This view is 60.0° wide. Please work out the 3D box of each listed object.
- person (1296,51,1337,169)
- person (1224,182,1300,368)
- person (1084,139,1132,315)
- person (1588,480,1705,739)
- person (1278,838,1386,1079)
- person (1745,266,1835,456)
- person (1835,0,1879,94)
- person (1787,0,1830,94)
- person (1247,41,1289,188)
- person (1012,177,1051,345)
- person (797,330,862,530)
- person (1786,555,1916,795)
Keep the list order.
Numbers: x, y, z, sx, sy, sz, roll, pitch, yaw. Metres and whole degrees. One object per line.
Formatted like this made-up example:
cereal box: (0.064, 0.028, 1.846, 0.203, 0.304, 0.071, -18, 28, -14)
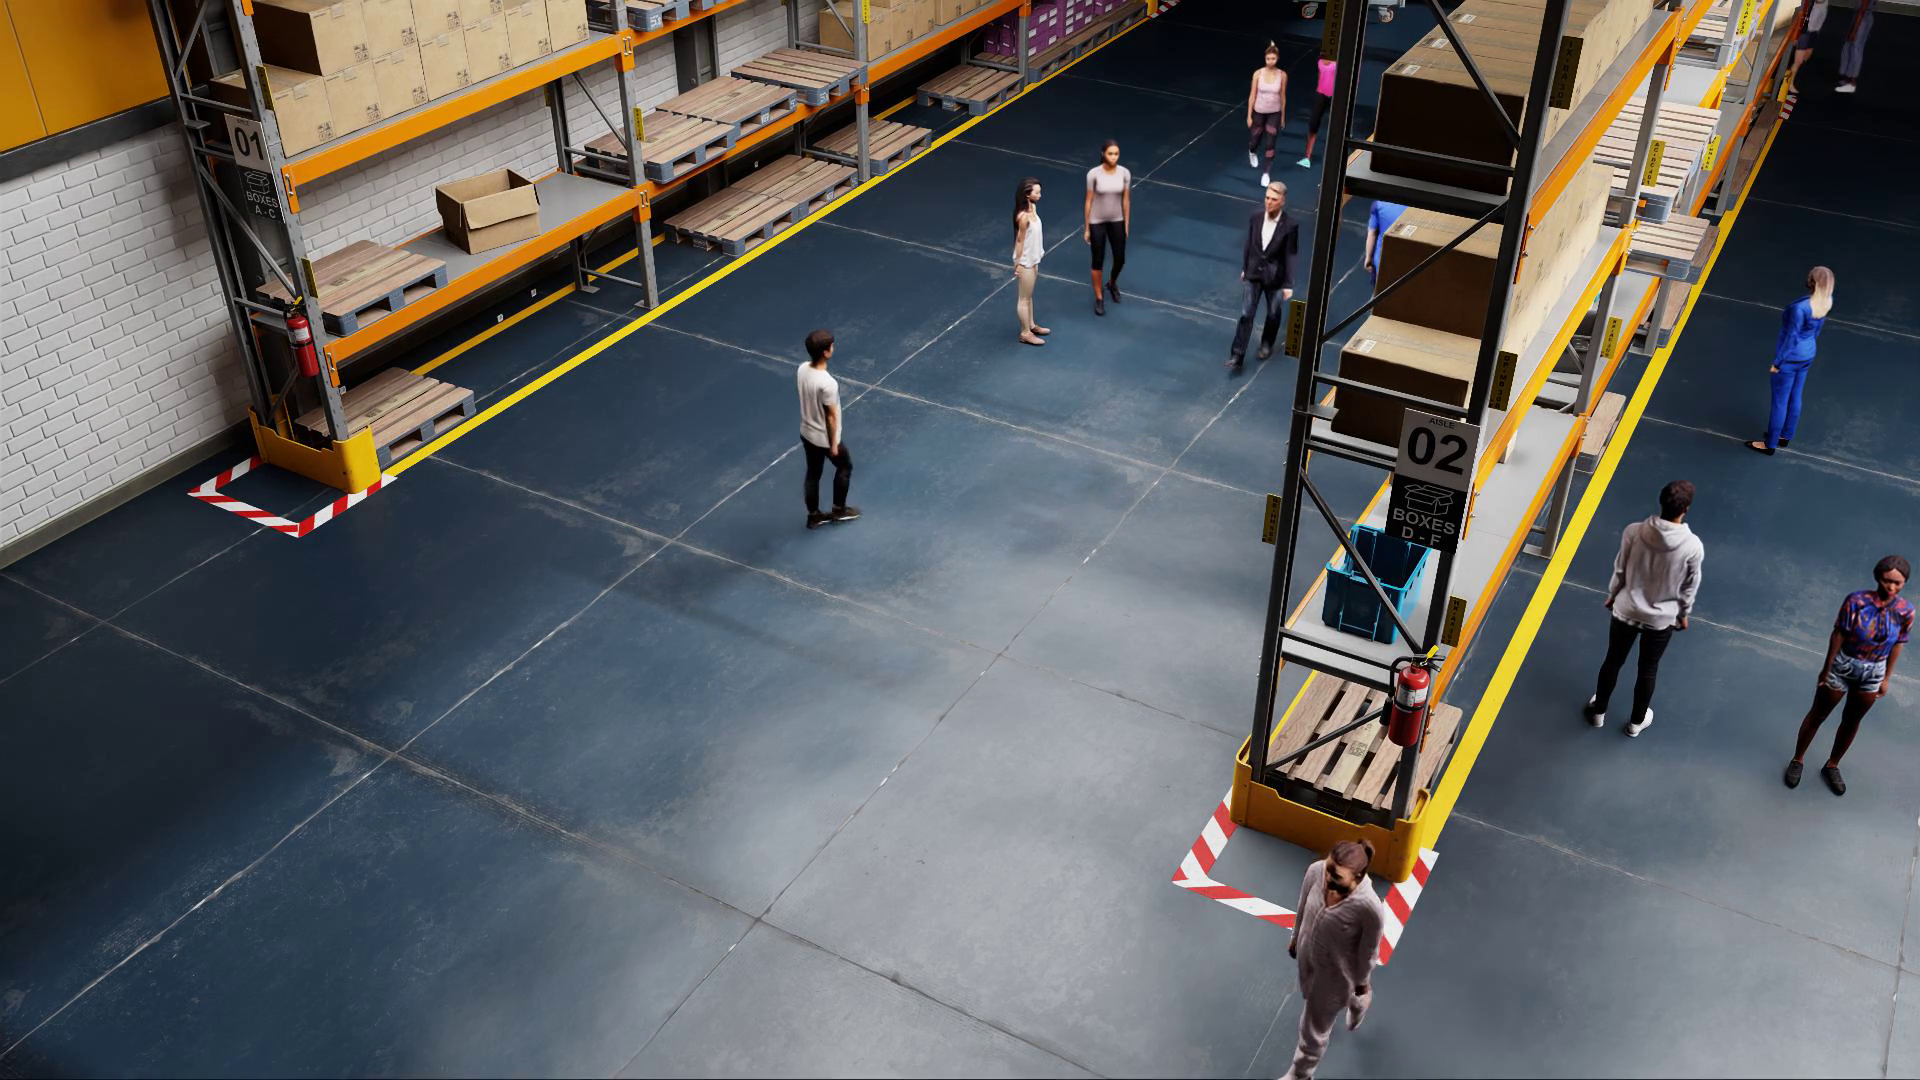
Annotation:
person: (4.447, -5.280, 19.806, 0.696, 1.661, 1.105, 25, 41, 32)
person: (2.902, -2.506, 15.518, 0.708, 1.788, 1.032, 18, 38, 25)
person: (1.437, -3.149, 16.529, 0.792, 1.739, 0.853, -3, 34, -4)
person: (4.513, 0.453, 10.938, 0.680, 1.930, 0.585, 17, 37, 23)
person: (1.975, 2.140, 8.637, 1.129, 1.667, 0.927, -20, 39, -27)
person: (7.098, -1.531, 14.130, 0.632, 1.700, 0.763, -21, 39, -28)
person: (11.981, -6.823, 22.100, 0.674, 1.690, 0.494, 15, 37, 22)
person: (11.226, -6.736, 22.106, 0.804, 1.540, 0.847, -22, 39, -29)
person: (3.571, -4.996, 19.408, 0.812, 1.628, 1.005, 3, 34, 4)
person: (0.627, -2.684, 15.907, 0.674, 1.653, 0.611, -6, 34, -9)
person: (-1.152, -0.835, 13.073, 0.816, 1.710, 0.779, -24, 40, -31)
person: (5.657, 0.843, 10.521, 0.640, 1.742, 0.605, 8, 34, 12)
